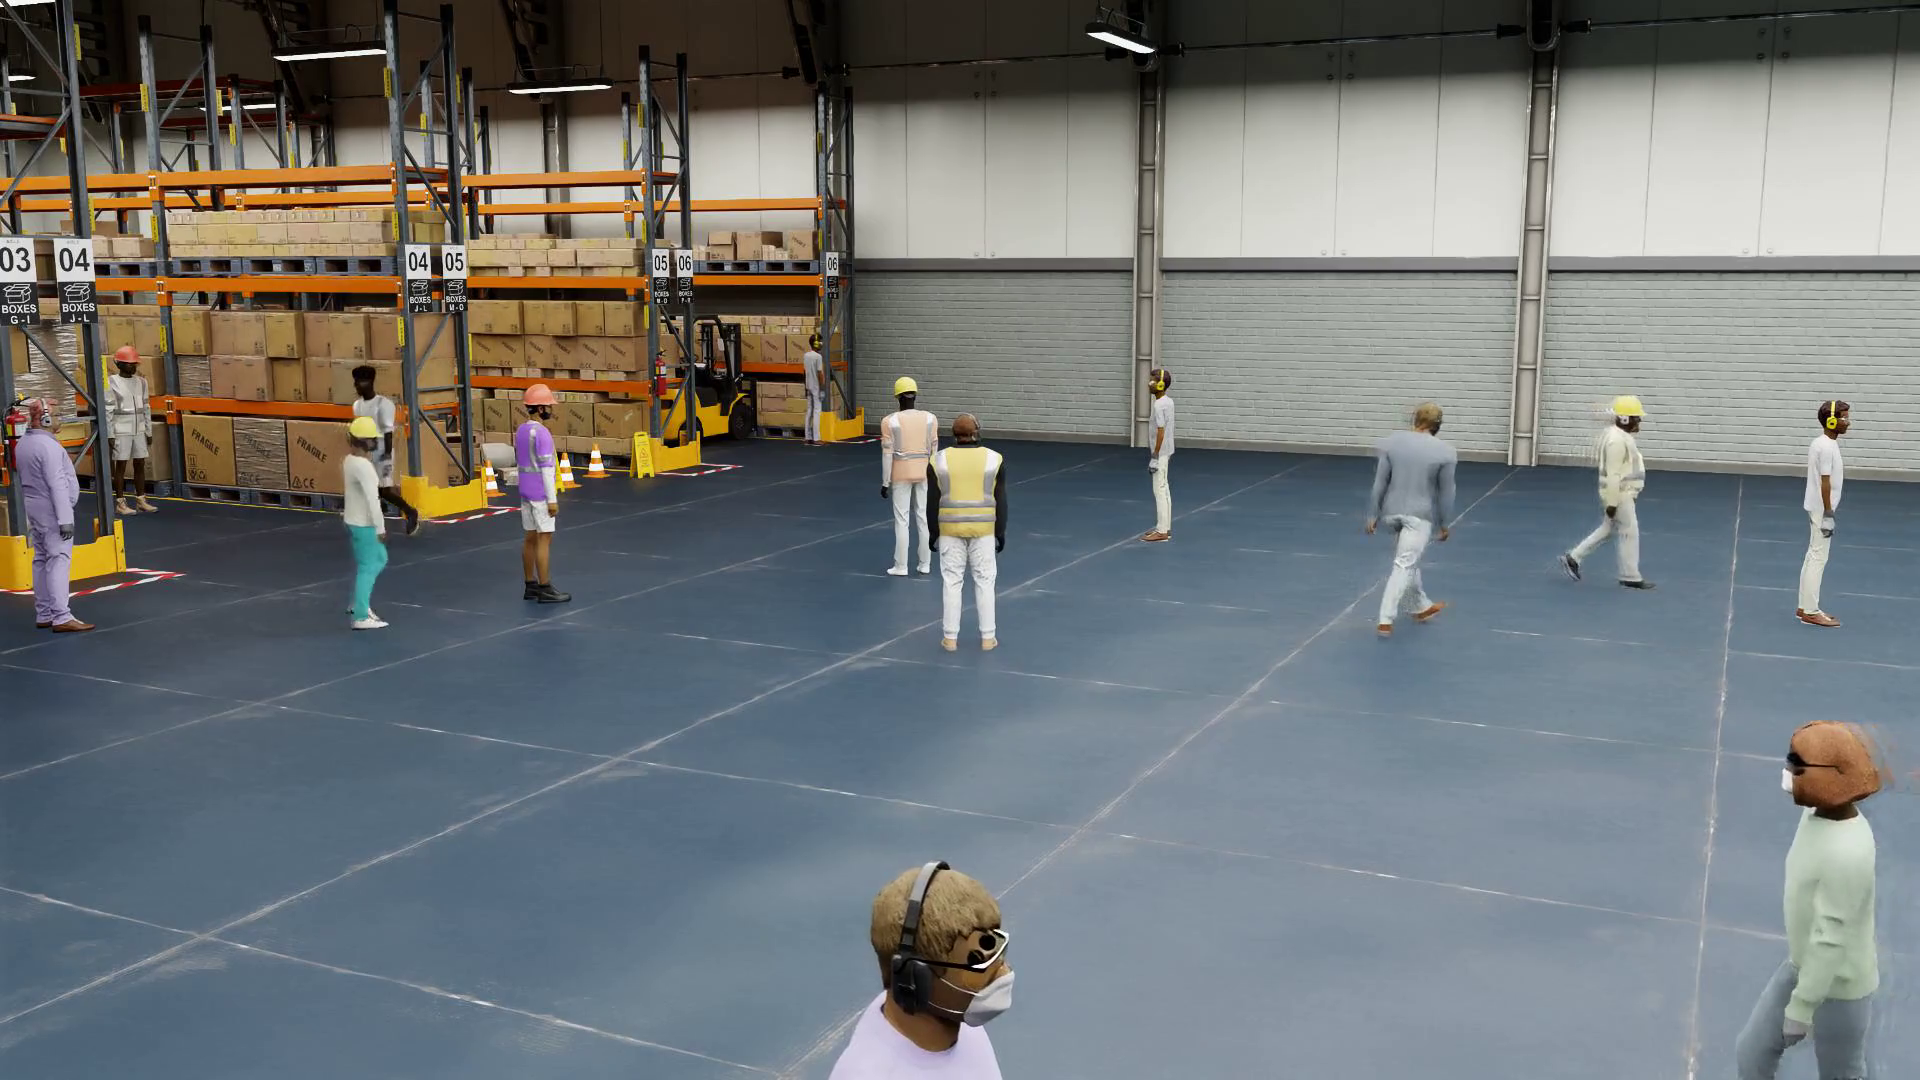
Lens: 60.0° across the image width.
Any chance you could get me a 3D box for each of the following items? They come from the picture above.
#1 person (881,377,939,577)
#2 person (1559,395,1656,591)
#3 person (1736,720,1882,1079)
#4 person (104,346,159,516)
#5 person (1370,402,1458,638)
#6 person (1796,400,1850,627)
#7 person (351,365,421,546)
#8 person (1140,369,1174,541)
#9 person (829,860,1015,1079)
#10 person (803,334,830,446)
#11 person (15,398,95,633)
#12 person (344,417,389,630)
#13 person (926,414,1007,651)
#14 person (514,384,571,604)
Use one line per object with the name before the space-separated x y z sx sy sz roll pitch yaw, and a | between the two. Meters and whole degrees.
person | -0.495 -0.604 15.981 0.585 1.921 0.373 -4 10 -25
person | 6.021 -0.445 15.369 0.793 1.811 0.594 3 10 19
person | 2.493 1.330 5.048 0.695 1.604 0.529 2 10 15
person | -9.948 -1.307 19.959 0.403 2.035 0.606 5 10 27
person | 3.670 -0.176 13.476 0.985 1.878 0.647 -9 13 -43
person | 7.190 -0.224 13.808 0.328 1.872 0.510 3 10 19
person | -6.216 -0.921 17.857 0.618 1.943 0.705 5 11 29
person | 2.153 -0.919 18.055 0.323 1.876 0.528 3 10 18
person | -0.065 1.505 2.994 0.356 1.938 0.638 2 9 10
person | -2.425 -2.507 27.823 0.325 1.865 0.516 -7 12 -38
person | -7.383 -0.201 13.555 0.655 1.906 0.407 8 12 40
person | -4.847 -0.134 13.613 0.392 1.749 0.543 -6 11 -34
person | 0.051 -0.057 12.883 0.625 1.840 0.430 0 9 -1
person | -3.714 -0.410 14.734 0.369 1.939 0.542 -7 12 -38
